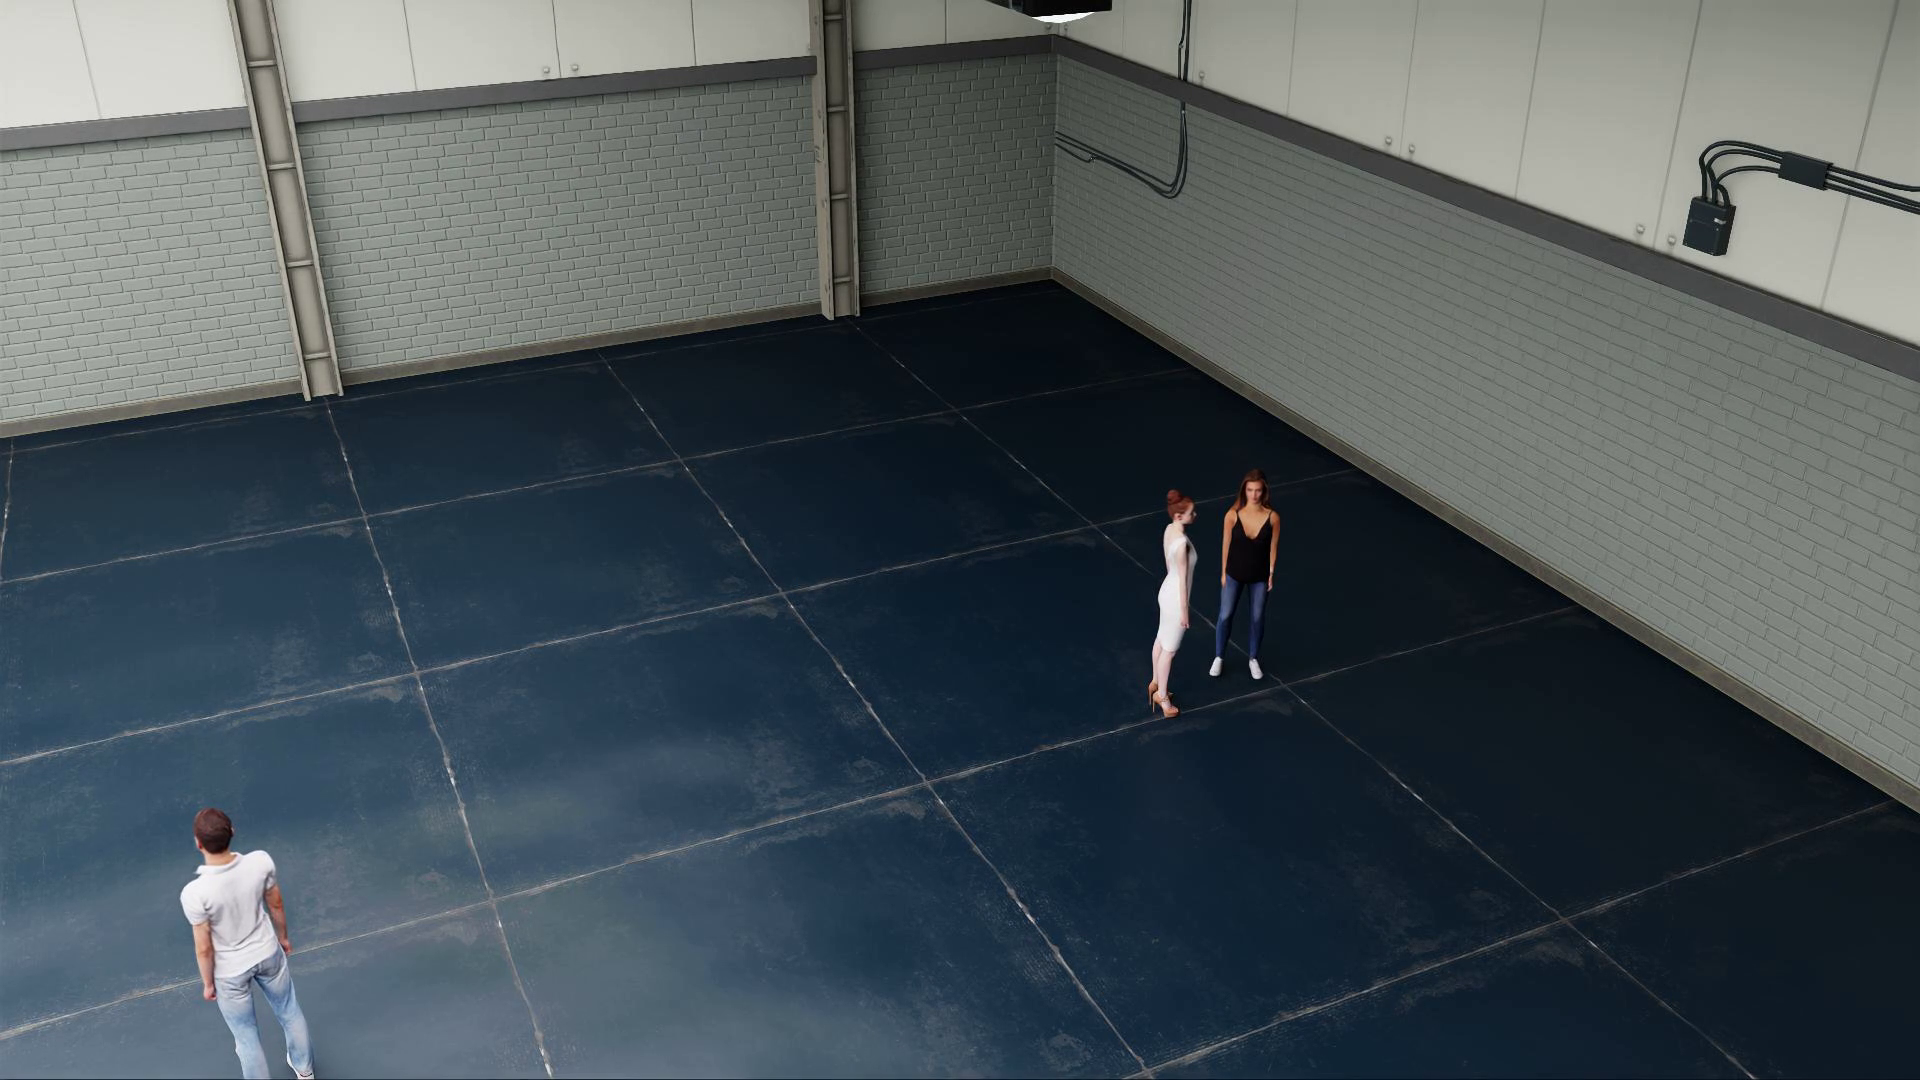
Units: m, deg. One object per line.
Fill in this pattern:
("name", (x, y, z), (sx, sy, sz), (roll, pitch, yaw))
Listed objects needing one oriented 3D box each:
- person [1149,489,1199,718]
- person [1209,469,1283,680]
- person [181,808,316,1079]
("person", (1.542, 0.452, 12.063), (0.615, 1.792, 0.641), (-2, 27, -3))
("person", (2.165, 0.249, 12.534), (0.632, 1.722, 0.733), (4, 27, 7))
("person", (-3.701, 2.183, 8.637), (0.782, 1.851, 0.649), (19, 33, 32))
